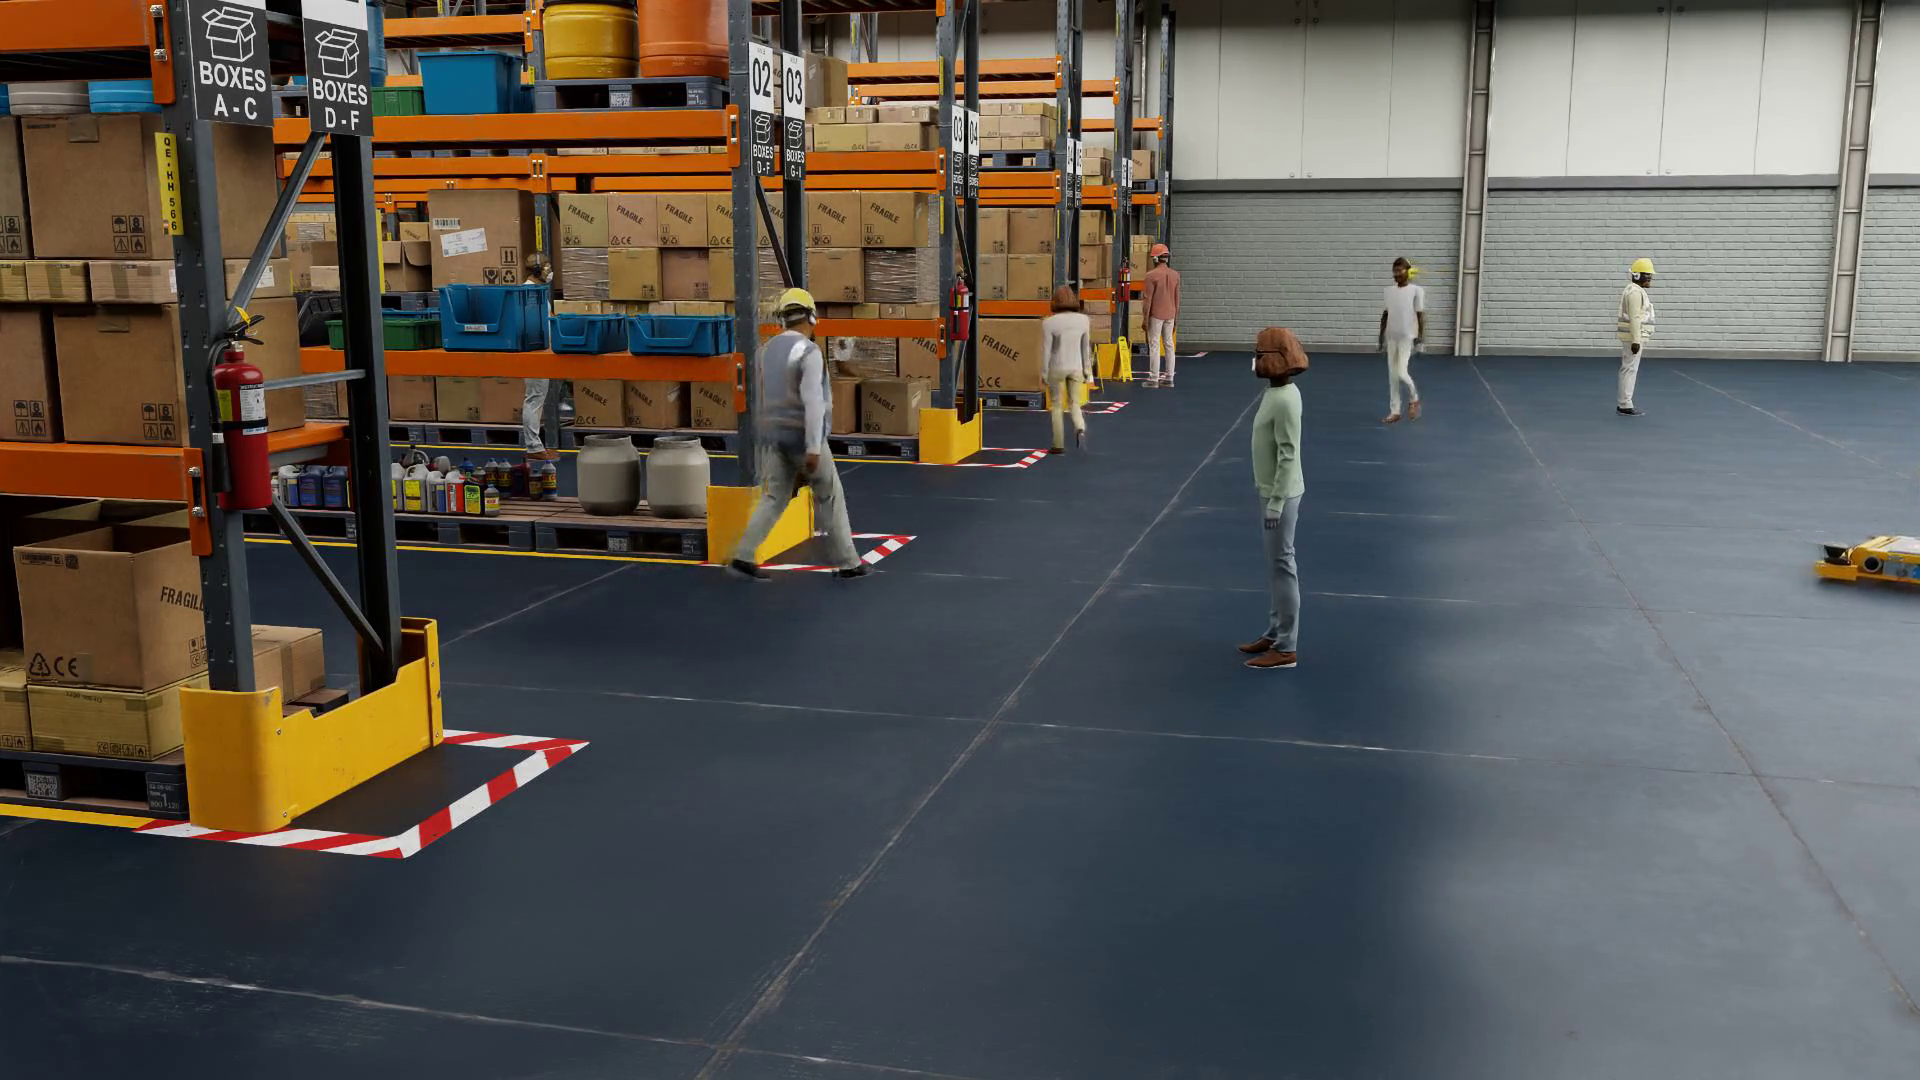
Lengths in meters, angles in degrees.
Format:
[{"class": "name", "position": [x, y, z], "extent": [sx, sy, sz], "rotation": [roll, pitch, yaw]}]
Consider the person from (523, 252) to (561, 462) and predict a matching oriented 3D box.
[{"class": "person", "position": [-3.910, -1.682, 15.364], "extent": [0.365, 1.932, 0.628], "rotation": [-2, 11, -14]}]

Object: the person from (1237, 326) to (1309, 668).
[{"class": "person", "position": [1.506, -0.202, 7.979], "extent": [0.279, 1.634, 0.499], "rotation": [1, 10, 5]}]

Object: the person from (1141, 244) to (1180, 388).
[{"class": "person", "position": [2.778, -3.107, 23.106], "extent": [0.615, 1.989, 0.402], "rotation": [-7, 12, -33]}]

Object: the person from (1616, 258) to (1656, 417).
[{"class": "person", "position": [7.874, -2.357, 19.383], "extent": [0.403, 1.827, 0.599], "rotation": [3, 11, 18]}]

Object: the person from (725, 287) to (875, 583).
[{"class": "person", "position": [-1.001, -0.613, 9.920], "extent": [0.842, 1.772, 0.600], "rotation": [-8, 13, -38]}]

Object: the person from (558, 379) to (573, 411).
[{"class": "person", "position": [-4.513, -2.443, 19.737], "extent": [1.005, 1.868, 0.615], "rotation": [6, 12, 30]}]

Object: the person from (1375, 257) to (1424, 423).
[{"class": "person", "position": [4.933, -2.234, 18.631], "extent": [0.439, 1.855, 0.529], "rotation": [-9, 14, -41]}]

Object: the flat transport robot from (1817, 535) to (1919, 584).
[{"class": "flat transport robot", "position": [5.895, 0.164, 9.732], "extent": [1.431, 0.197, 0.652], "rotation": [9, 14, 42]}]

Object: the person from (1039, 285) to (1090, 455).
[{"class": "person", "position": [0.999, -1.591, 15.711], "extent": [0.513, 1.617, 0.418], "rotation": [-4, 11, -19]}]

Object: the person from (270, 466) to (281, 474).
[{"class": "person", "position": [-6.318, -1.396, 14.365], "extent": [0.927, 1.705, 0.537], "rotation": [-2, 11, -13]}]

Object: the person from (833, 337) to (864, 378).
[{"class": "person", "position": [-1.289, -2.479, 19.804], "extent": [0.680, 1.922, 0.546], "rotation": [3, 11, 16]}]
